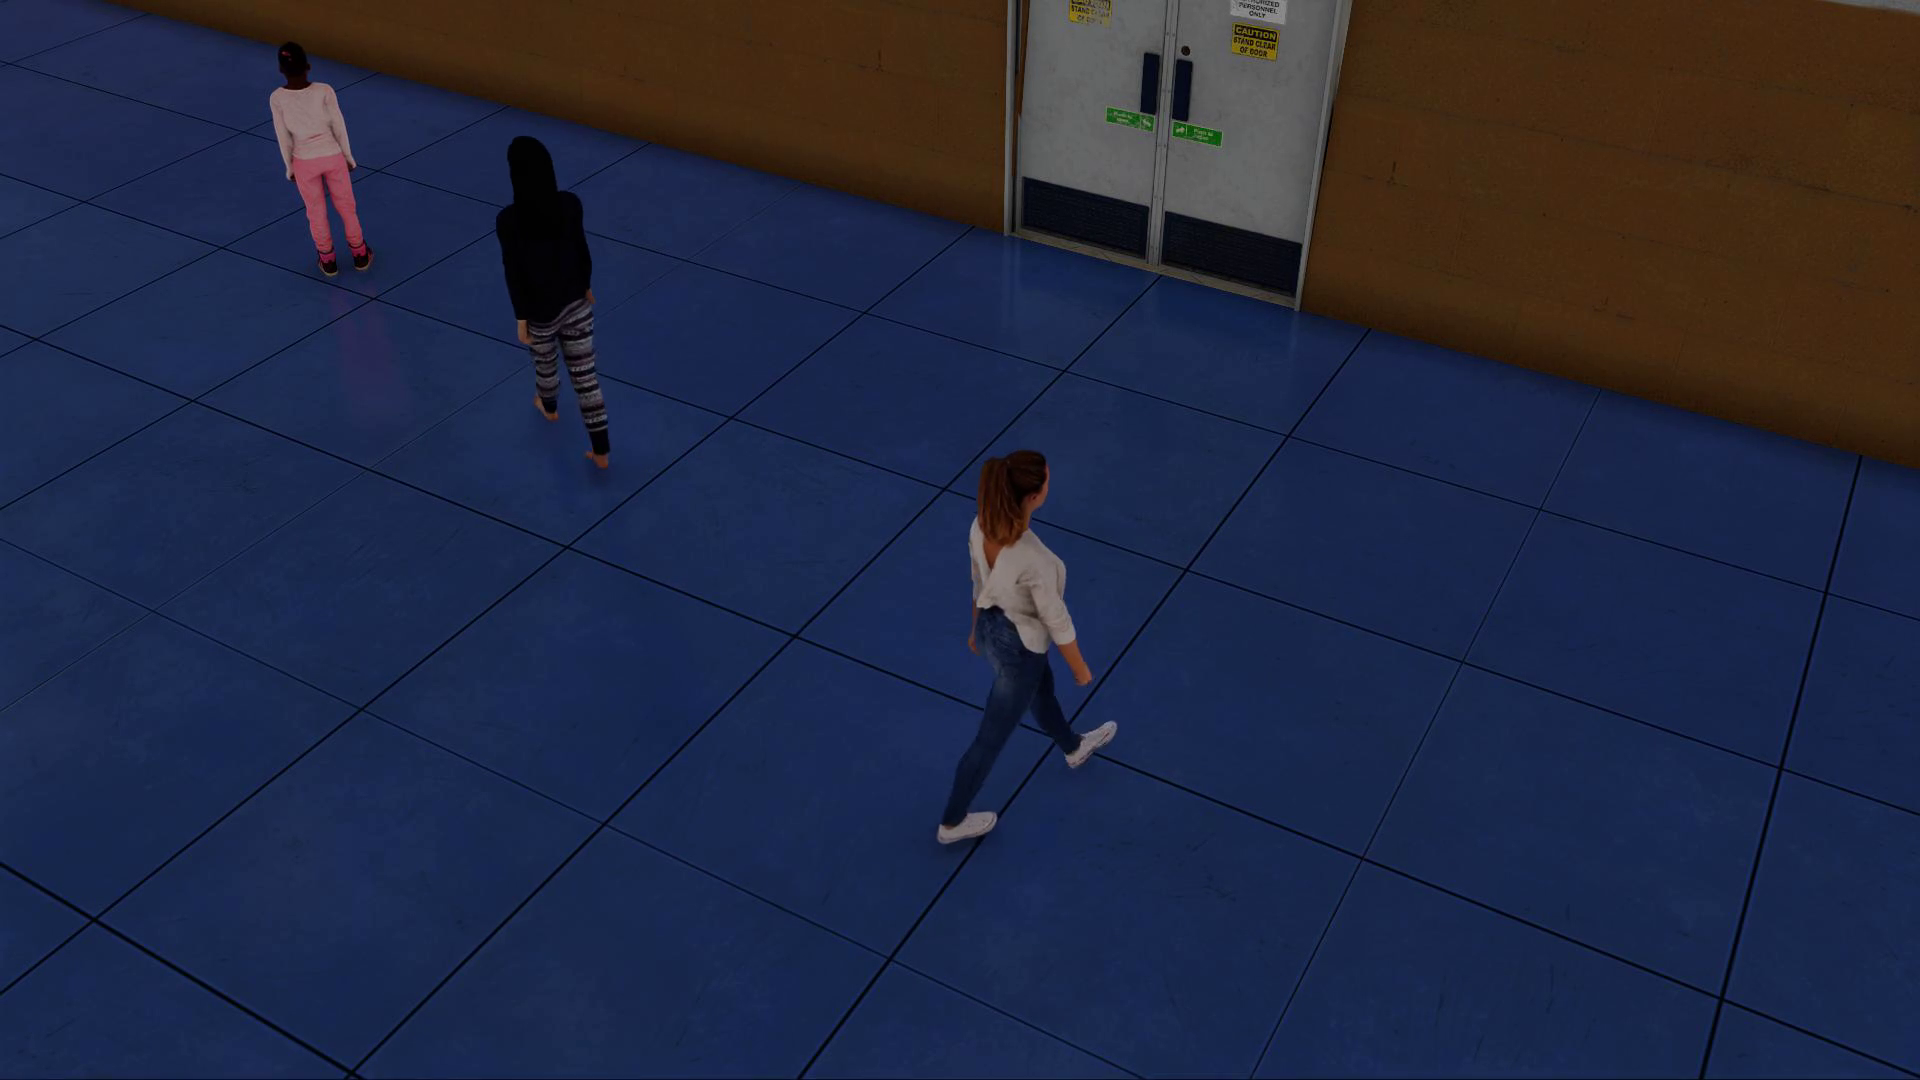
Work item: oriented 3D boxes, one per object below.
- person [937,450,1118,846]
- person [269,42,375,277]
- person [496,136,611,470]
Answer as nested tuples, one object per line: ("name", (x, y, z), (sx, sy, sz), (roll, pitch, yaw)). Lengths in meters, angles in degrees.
("person", (0.126, 0.458, 6.088), (1.179, 1.673, 1.011), (-16, 40, -20))
("person", (-3.833, -2.283, 9.927), (0.602, 1.448, 0.684), (-13, 39, -17))
("person", (-1.955, -1.118, 8.176), (1.131, 1.687, 1.011), (-22, 42, -26))
